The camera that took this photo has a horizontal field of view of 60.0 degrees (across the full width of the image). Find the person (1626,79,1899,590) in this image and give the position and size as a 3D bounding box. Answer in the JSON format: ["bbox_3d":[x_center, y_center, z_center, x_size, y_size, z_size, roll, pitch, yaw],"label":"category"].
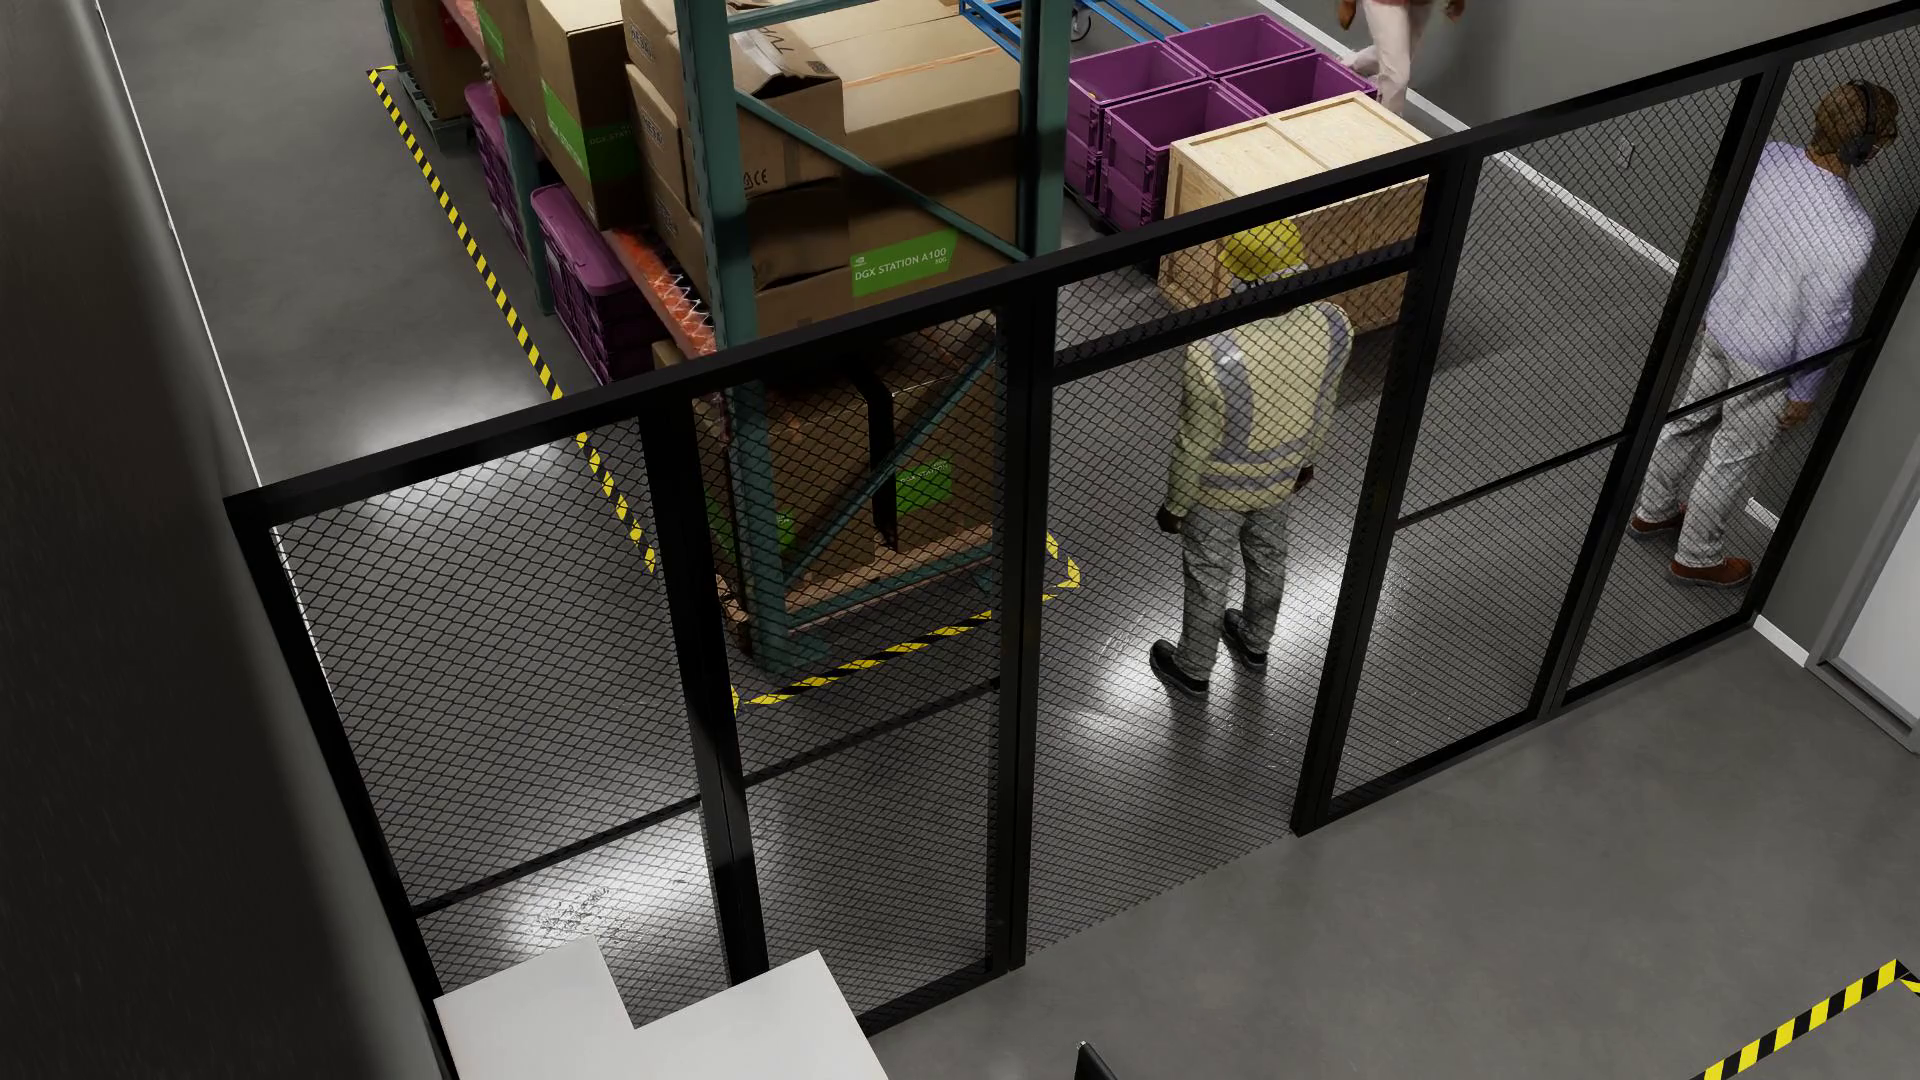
[{"bbox_3d":[2.732,-0.665,5.673,0.364,1.939,0.636,-8,43,-9],"label":"person"}]

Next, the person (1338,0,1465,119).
[{"bbox_3d":[2.033,-2.649,7.831,0.620,1.957,0.918,-20,46,-20],"label":"person"}]

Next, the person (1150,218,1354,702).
[{"bbox_3d":[0.886,-0.232,5.282,0.603,1.823,0.404,-20,46,-20],"label":"person"}]
